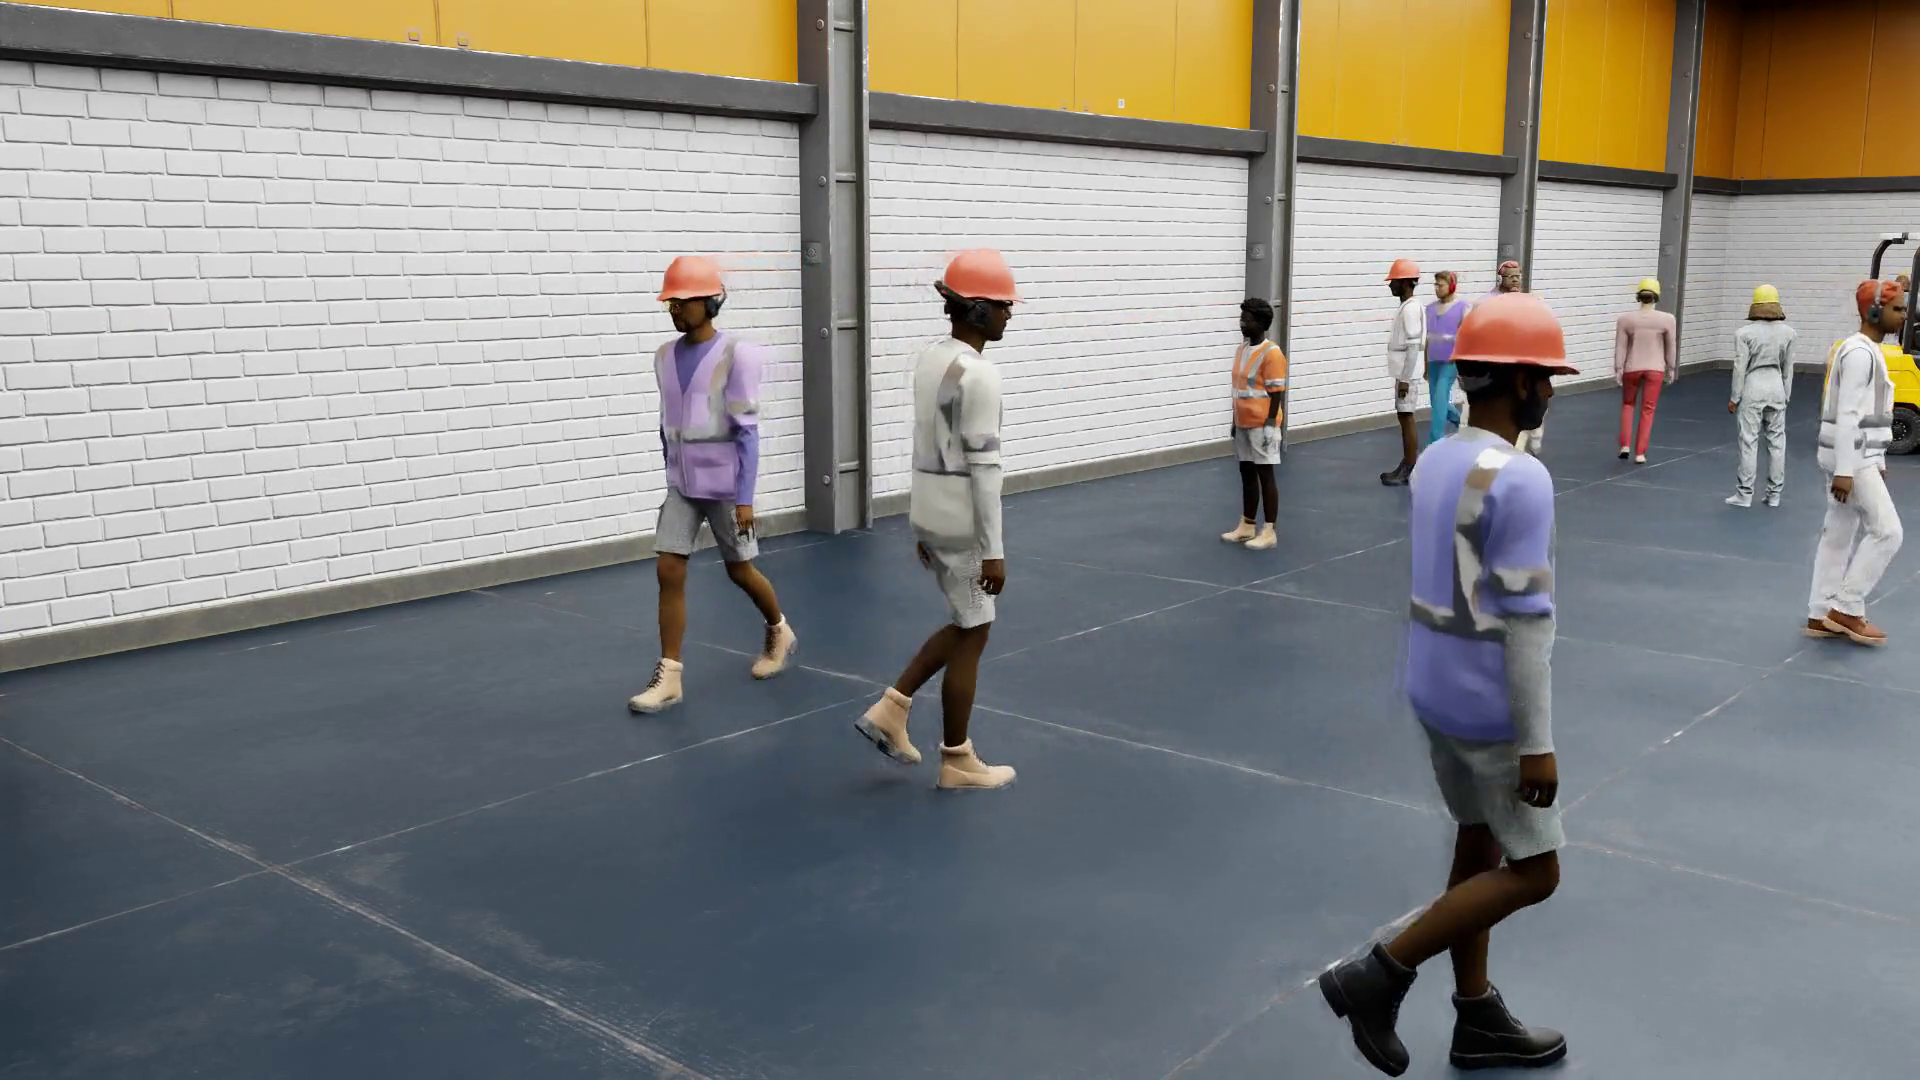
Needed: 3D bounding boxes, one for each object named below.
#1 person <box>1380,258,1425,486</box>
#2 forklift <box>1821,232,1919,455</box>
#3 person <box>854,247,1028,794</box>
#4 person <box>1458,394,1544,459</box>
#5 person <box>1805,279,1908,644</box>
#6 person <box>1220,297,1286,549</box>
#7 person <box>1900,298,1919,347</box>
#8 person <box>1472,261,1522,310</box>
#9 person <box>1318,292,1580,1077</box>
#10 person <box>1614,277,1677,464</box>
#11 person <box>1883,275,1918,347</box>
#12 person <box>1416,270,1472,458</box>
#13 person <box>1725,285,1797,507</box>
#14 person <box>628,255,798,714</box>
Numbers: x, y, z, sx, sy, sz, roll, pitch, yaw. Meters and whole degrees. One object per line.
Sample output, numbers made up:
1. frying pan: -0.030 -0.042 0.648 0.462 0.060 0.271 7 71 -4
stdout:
1. person: 3.775 -1.426 14.217 0.375 1.935 0.551 2 10 13
2. forklift: 9.955 -1.972 16.595 2.313 2.155 1.214 1 10 8
3. person: -0.025 -0.048 6.111 0.548 2.028 0.608 -3 10 -17
4. person: 3.417 -0.637 10.657 0.638 1.613 0.507 -6 12 -32
5. person: 4.645 -0.385 8.480 0.528 1.867 0.615 6 11 29
6. person: 1.998 -0.788 11.270 0.317 1.695 0.539 -4 11 -20
7. person: 10.559 -2.034 18.124 0.941 1.786 0.611 -3 10 -17
8. person: 5.026 -1.608 15.341 0.651 1.907 0.409 -3 10 -16
9. person: 1.205 0.381 3.958 0.600 1.924 0.571 -1 10 -7
10. person: 6.477 -1.596 15.730 0.532 1.751 0.534 5 11 28
11. person: 13.613 -3.019 24.142 0.275 1.636 0.507 -10 14 -43
12. person: 4.779 -1.719 16.235 0.797 1.822 0.573 -5 11 -26
13. person: 6.286 -1.129 13.087 0.487 1.741 0.312 0 10 -2
14. person: -1.090 -0.277 7.497 0.620 2.008 0.997 6 12 32
